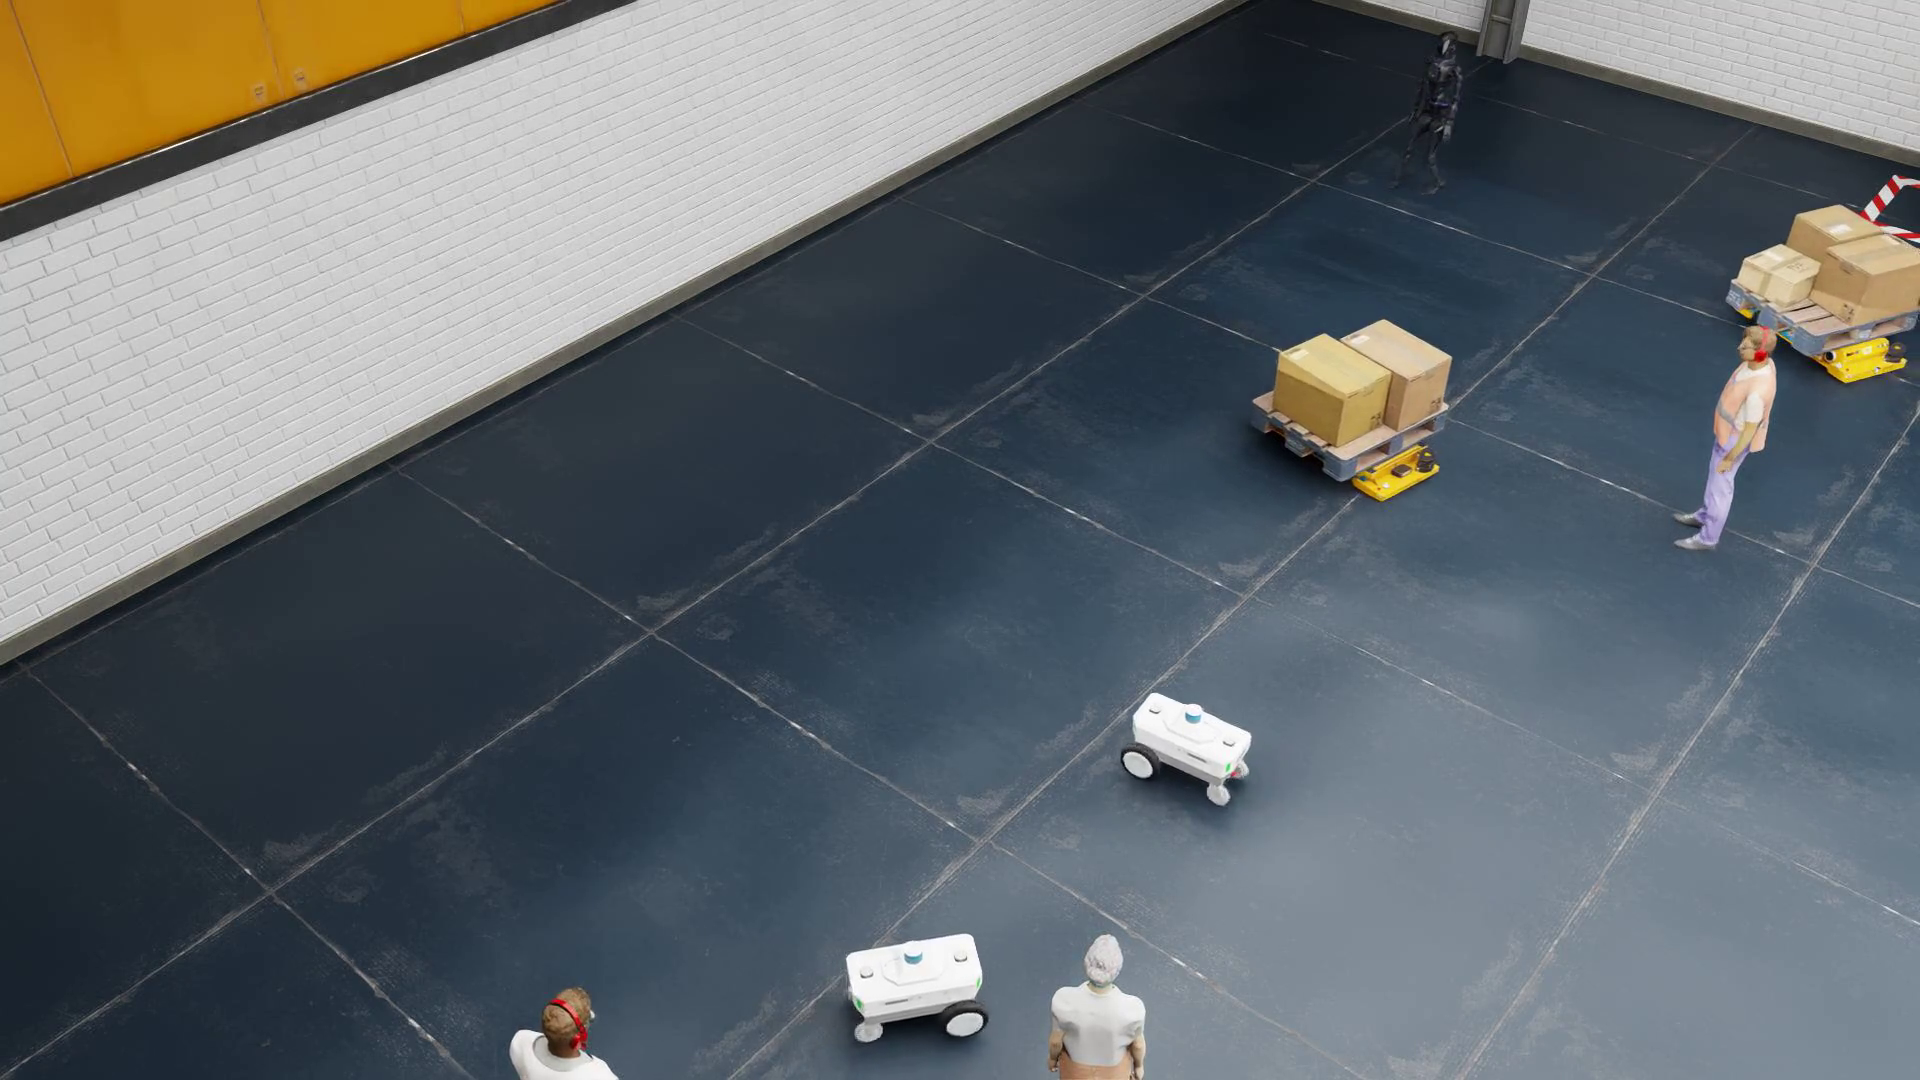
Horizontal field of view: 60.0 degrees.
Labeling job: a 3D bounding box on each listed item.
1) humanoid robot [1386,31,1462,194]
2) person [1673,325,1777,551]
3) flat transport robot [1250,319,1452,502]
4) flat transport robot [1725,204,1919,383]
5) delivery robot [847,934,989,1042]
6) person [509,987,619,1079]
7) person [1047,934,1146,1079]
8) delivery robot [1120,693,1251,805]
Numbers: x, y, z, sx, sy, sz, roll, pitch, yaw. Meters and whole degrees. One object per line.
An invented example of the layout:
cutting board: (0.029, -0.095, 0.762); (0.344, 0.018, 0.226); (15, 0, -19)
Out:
humanoid robot: (4.669, -4.182, 16.372); (0.485, 1.660, 0.589); (-21, 43, -24)
person: (5.554, -0.723, 11.929); (0.373, 1.840, 0.569); (12, 40, 14)
flat transport robot: (3.071, -0.825, 13.310); (0.659, 0.231, 1.431); (-25, 45, -28)
flat transport robot: (7.514, -1.873, 14.611); (0.659, 0.231, 1.431); (-14, 41, -17)
delivery robot: (-0.227, 2.415, 9.073); (0.805, 0.609, 0.499); (-7, 39, -9)
person: (-1.744, 2.728, 7.655); (0.567, 1.834, 0.401); (18, 42, 21)
person: (0.654, 2.502, 8.002); (0.473, 1.747, 0.321); (4, 39, 5)
delivery robot: (1.421, 1.276, 10.488); (0.792, 0.611, 0.499); (22, 44, 25)
